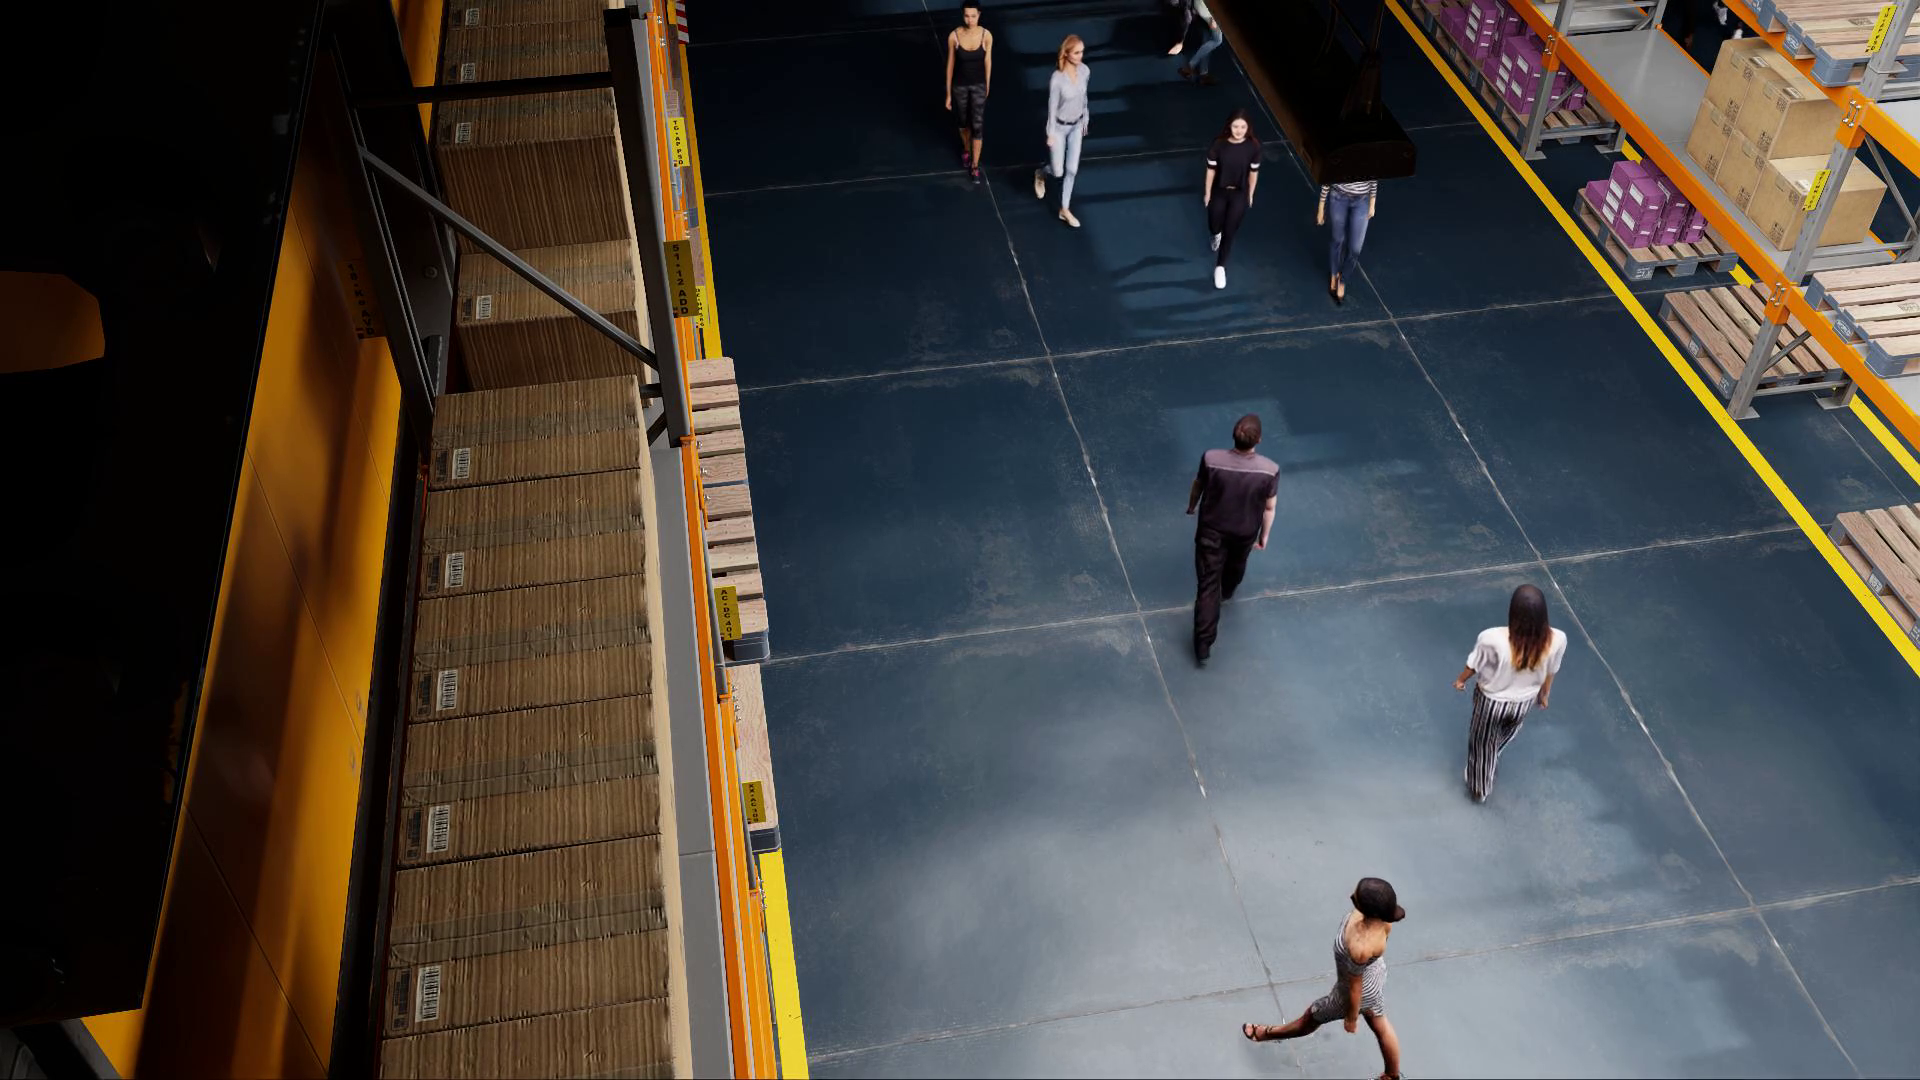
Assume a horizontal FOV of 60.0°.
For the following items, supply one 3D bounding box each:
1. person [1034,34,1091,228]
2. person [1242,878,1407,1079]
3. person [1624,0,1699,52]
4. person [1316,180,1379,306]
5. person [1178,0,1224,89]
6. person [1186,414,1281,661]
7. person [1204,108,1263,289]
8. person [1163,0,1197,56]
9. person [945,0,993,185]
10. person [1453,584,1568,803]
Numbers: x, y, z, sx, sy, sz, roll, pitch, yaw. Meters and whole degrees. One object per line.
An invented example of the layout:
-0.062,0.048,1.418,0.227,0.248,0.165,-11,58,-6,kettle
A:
0.891,-3.664,14.771,0.820,1.781,0.980,-25,49,-24,person
2.117,2.332,8.486,1.134,1.767,1.144,22,48,21,person
7.554,-5.945,17.111,1.100,1.856,1.319,-30,51,-28,person
3.233,-2.819,13.889,0.727,1.774,0.751,6,44,7,person
2.393,-5.273,16.569,0.754,1.629,0.721,-13,45,-13,person
1.743,-0.011,10.920,0.987,1.804,1.298,6,44,7,person
2.298,-2.980,14.166,0.743,1.625,0.966,3,44,3,person
2.371,-5.941,17.182,0.945,1.752,0.973,31,51,28,person
0.077,-4.236,15.425,0.678,1.708,0.898,2,44,2,person
3.288,0.977,9.989,0.770,1.658,0.927,0,44,0,person
